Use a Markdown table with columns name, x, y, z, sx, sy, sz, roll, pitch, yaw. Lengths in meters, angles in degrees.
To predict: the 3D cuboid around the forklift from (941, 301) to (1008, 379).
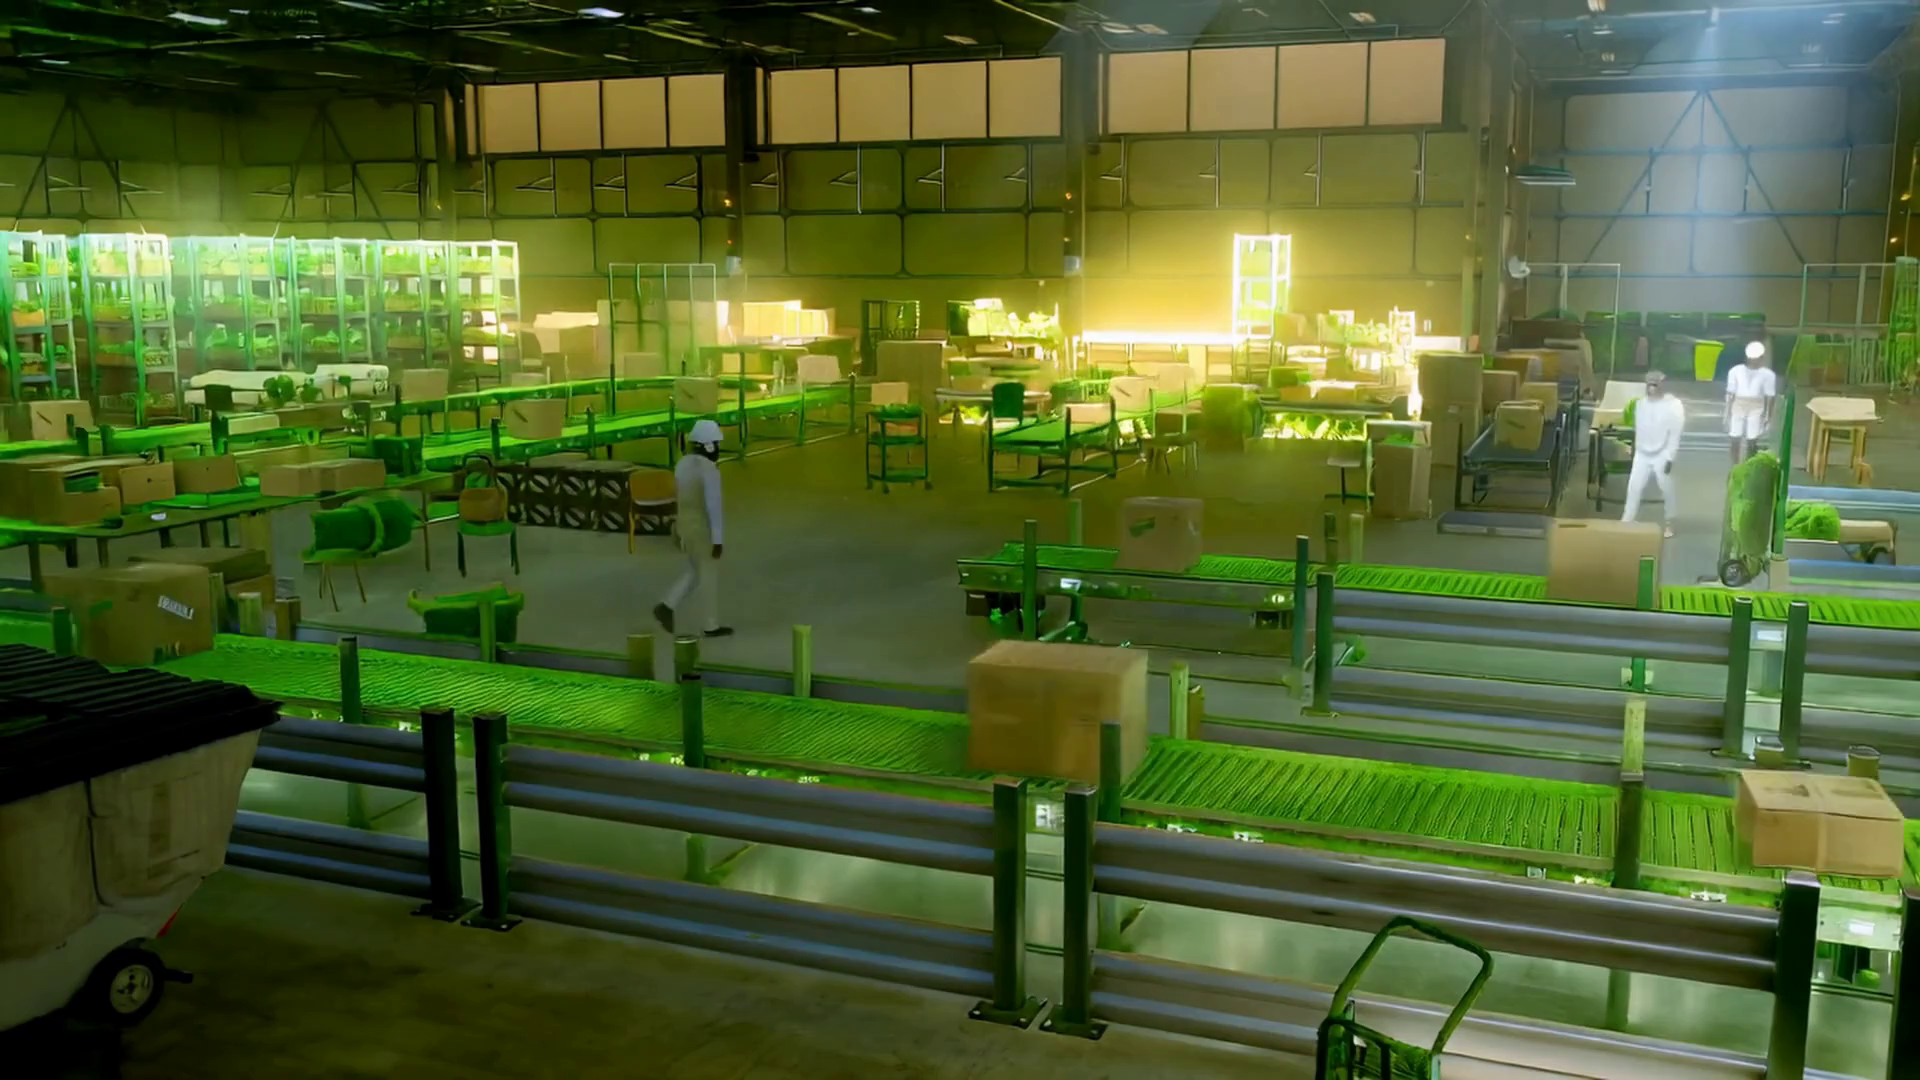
| name | x | y | z | sx | sy | sz | roll | pitch | yaw |
| --- | --- | --- | --- | --- | --- | --- | --- | --- | --- |
| forklift | 0.365 | -4.966 | 41.571 | 1.157 | 1.987 | 2.680 | 3 | 10 | 20 |

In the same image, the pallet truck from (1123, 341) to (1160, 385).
| name | x | y | z | sx | sy | sz | roll | pitch | yaw |
| --- | --- | --- | --- | --- | --- | --- | --- | --- | --- |
| pallet truck | 4.445 | -4.380 | 41.279 | 0.680 | 1.201 | 1.601 | 4 | 10 | 22 |

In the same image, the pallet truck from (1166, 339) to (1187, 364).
| name | x | y | z | sx | sy | sz | roll | pitch | yaw |
| --- | --- | --- | --- | --- | --- | --- | --- | --- | --- |
| pallet truck | 5.418 | -4.269 | 40.420 | 0.704 | 1.261 | 1.522 | 3 | 10 | 20 |

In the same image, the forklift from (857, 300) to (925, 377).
| name | x | y | z | sx | sy | sz | roll | pitch | yaw |
| --- | --- | --- | --- | --- | --- | --- | --- | --- | --- |
| forklift | -1.732 | -5.109 | 42.468 | 1.157 | 1.987 | 2.680 | 4 | 10 | 22 |

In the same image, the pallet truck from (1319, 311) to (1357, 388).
| name | x | y | z | sx | sy | sz | roll | pitch | yaw |
| --- | --- | --- | --- | --- | --- | --- | --- | --- | --- |
| pallet truck | 9.071 | -4.419 | 39.190 | 0.823 | 1.965 | 1.885 | 5 | 10 | 26 |

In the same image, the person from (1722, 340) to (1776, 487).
| name | x | y | z | sx | sy | sz | roll | pitch | yaw |
| --- | --- | --- | --- | --- | --- | --- | --- | --- | --- |
| person | 10.740 | -1.711 | 22.689 | 0.653 | 2.025 | 0.579 | 6 | 11 | 31 |

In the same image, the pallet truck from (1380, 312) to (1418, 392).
| name | x | y | z | sx | sy | sz | roll | pitch | yaw |
| --- | --- | --- | --- | --- | --- | --- | --- | --- | --- |
| pallet truck | 10.207 | -4.283 | 38.369 | 0.823 | 1.965 | 1.885 | 3 | 10 | 20 |

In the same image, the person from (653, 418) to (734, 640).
| name | x | y | z | sx | sy | sz | roll | pitch | yaw |
| --- | --- | --- | --- | --- | --- | --- | --- | --- | --- |
| person | -2.133 | -0.072 | 13.395 | 0.567 | 1.817 | 0.611 | -8 | 12 | -39 |

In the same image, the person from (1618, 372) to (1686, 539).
| name | x | y | z | sx | sy | sz | roll | pitch | yaw |
| --- | --- | --- | --- | --- | --- | --- | --- | --- | --- |
| person | 7.608 | -0.903 | 18.303 | 0.953 | 1.859 | 0.656 | -7 | 12 | -37 |

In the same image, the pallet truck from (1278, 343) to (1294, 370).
| name | x | y | z | sx | sy | sz | roll | pitch | yaw |
| --- | --- | --- | --- | --- | --- | --- | --- | --- | --- |
| pallet truck | 7.886 | -4.163 | 39.743 | 0.653 | 1.274 | 1.630 | 4 | 10 | 22 |
